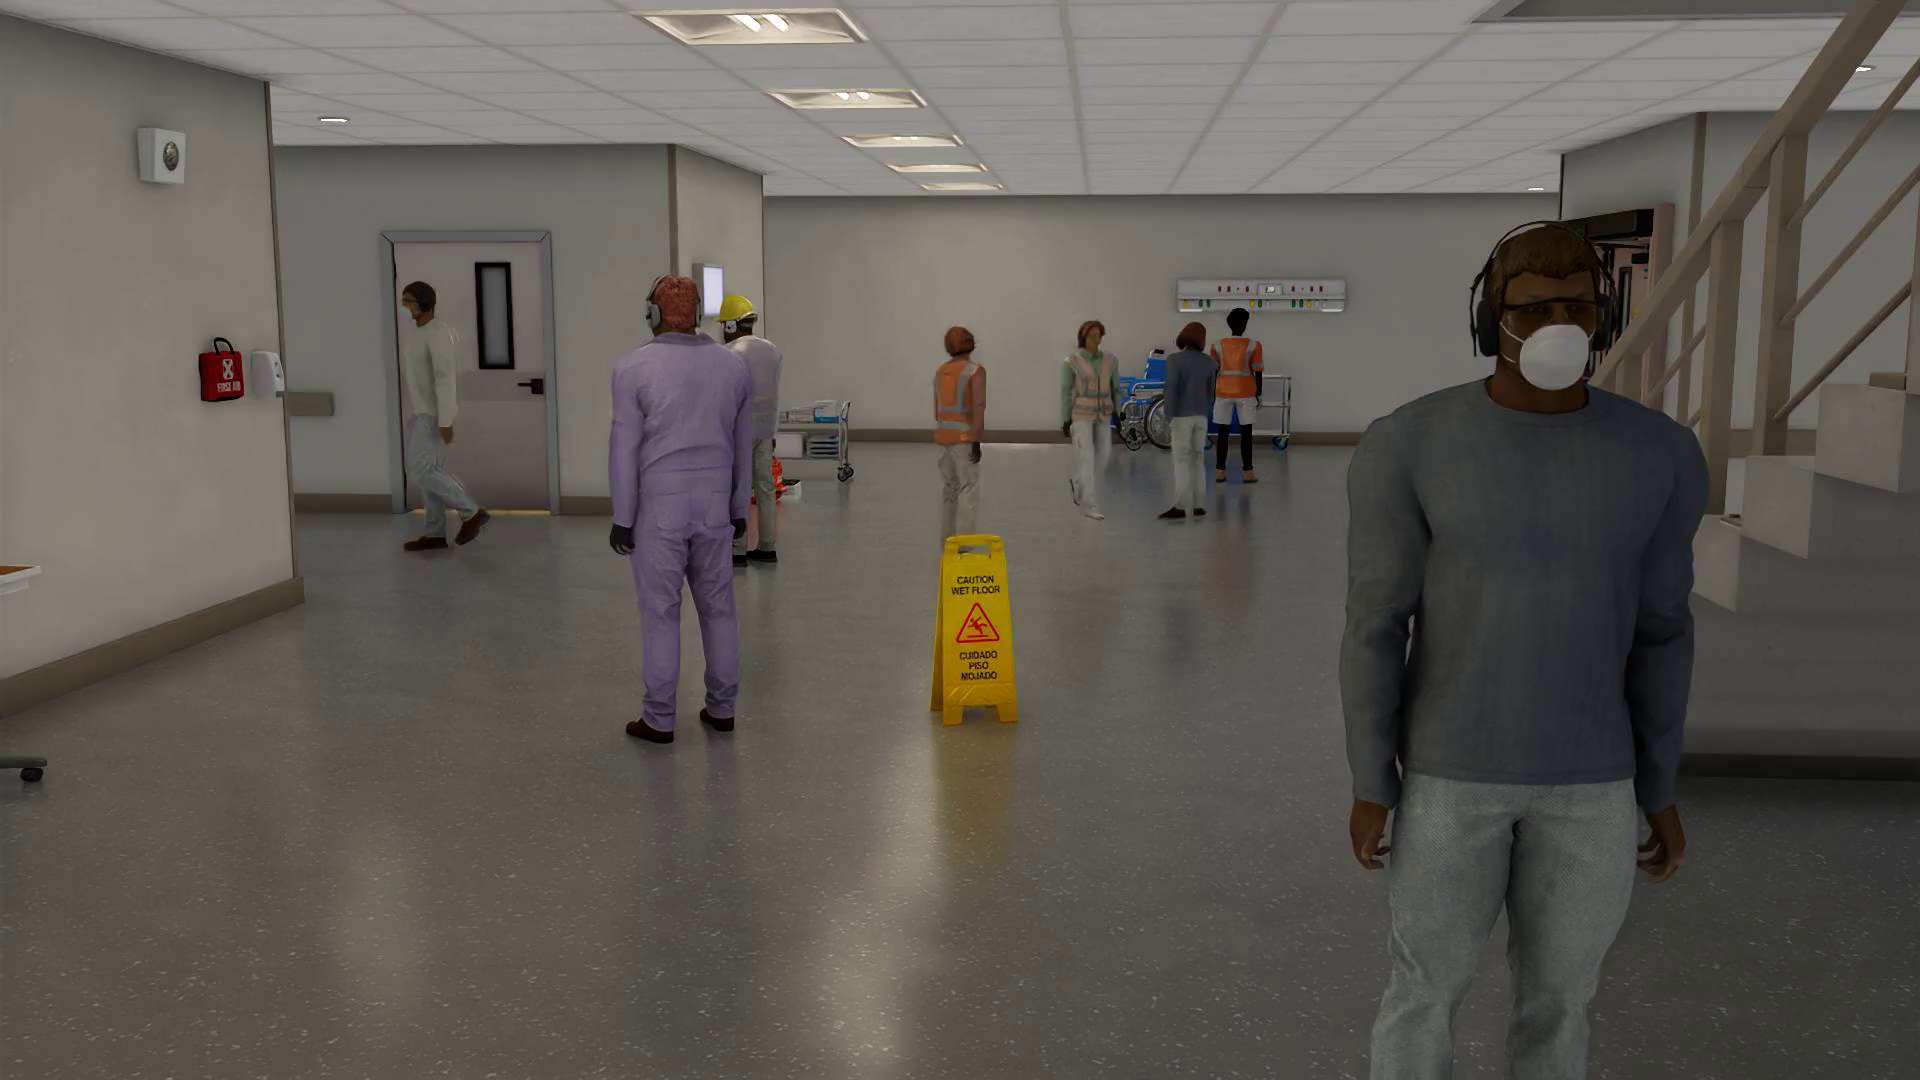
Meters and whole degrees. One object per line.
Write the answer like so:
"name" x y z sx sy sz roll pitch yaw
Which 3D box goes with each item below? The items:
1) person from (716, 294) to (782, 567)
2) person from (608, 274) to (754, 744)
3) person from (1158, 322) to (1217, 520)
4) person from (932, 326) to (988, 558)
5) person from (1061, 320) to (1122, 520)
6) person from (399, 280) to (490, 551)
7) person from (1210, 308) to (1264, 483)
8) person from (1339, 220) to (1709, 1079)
"person" -1.448 -0.725 11.145 0.403 1.824 0.591 7 11 39
"person" -1.157 -0.129 6.830 0.643 1.900 0.404 -7 11 -40
"person" 1.813 -0.971 13.562 0.650 1.598 0.348 -5 10 -33
"person" 0.011 -0.636 11.251 0.397 1.605 0.644 -7 11 -38
"person" 1.049 -0.997 13.667 0.515 1.620 0.659 -4 9 -24
"person" -3.717 -0.865 11.766 0.495 1.926 0.633 -5 10 -29
"person" 2.672 -1.393 16.095 0.540 1.695 0.317 3 9 20
"person" 0.982 0.423 2.936 0.629 1.940 0.373 0 8 -1
